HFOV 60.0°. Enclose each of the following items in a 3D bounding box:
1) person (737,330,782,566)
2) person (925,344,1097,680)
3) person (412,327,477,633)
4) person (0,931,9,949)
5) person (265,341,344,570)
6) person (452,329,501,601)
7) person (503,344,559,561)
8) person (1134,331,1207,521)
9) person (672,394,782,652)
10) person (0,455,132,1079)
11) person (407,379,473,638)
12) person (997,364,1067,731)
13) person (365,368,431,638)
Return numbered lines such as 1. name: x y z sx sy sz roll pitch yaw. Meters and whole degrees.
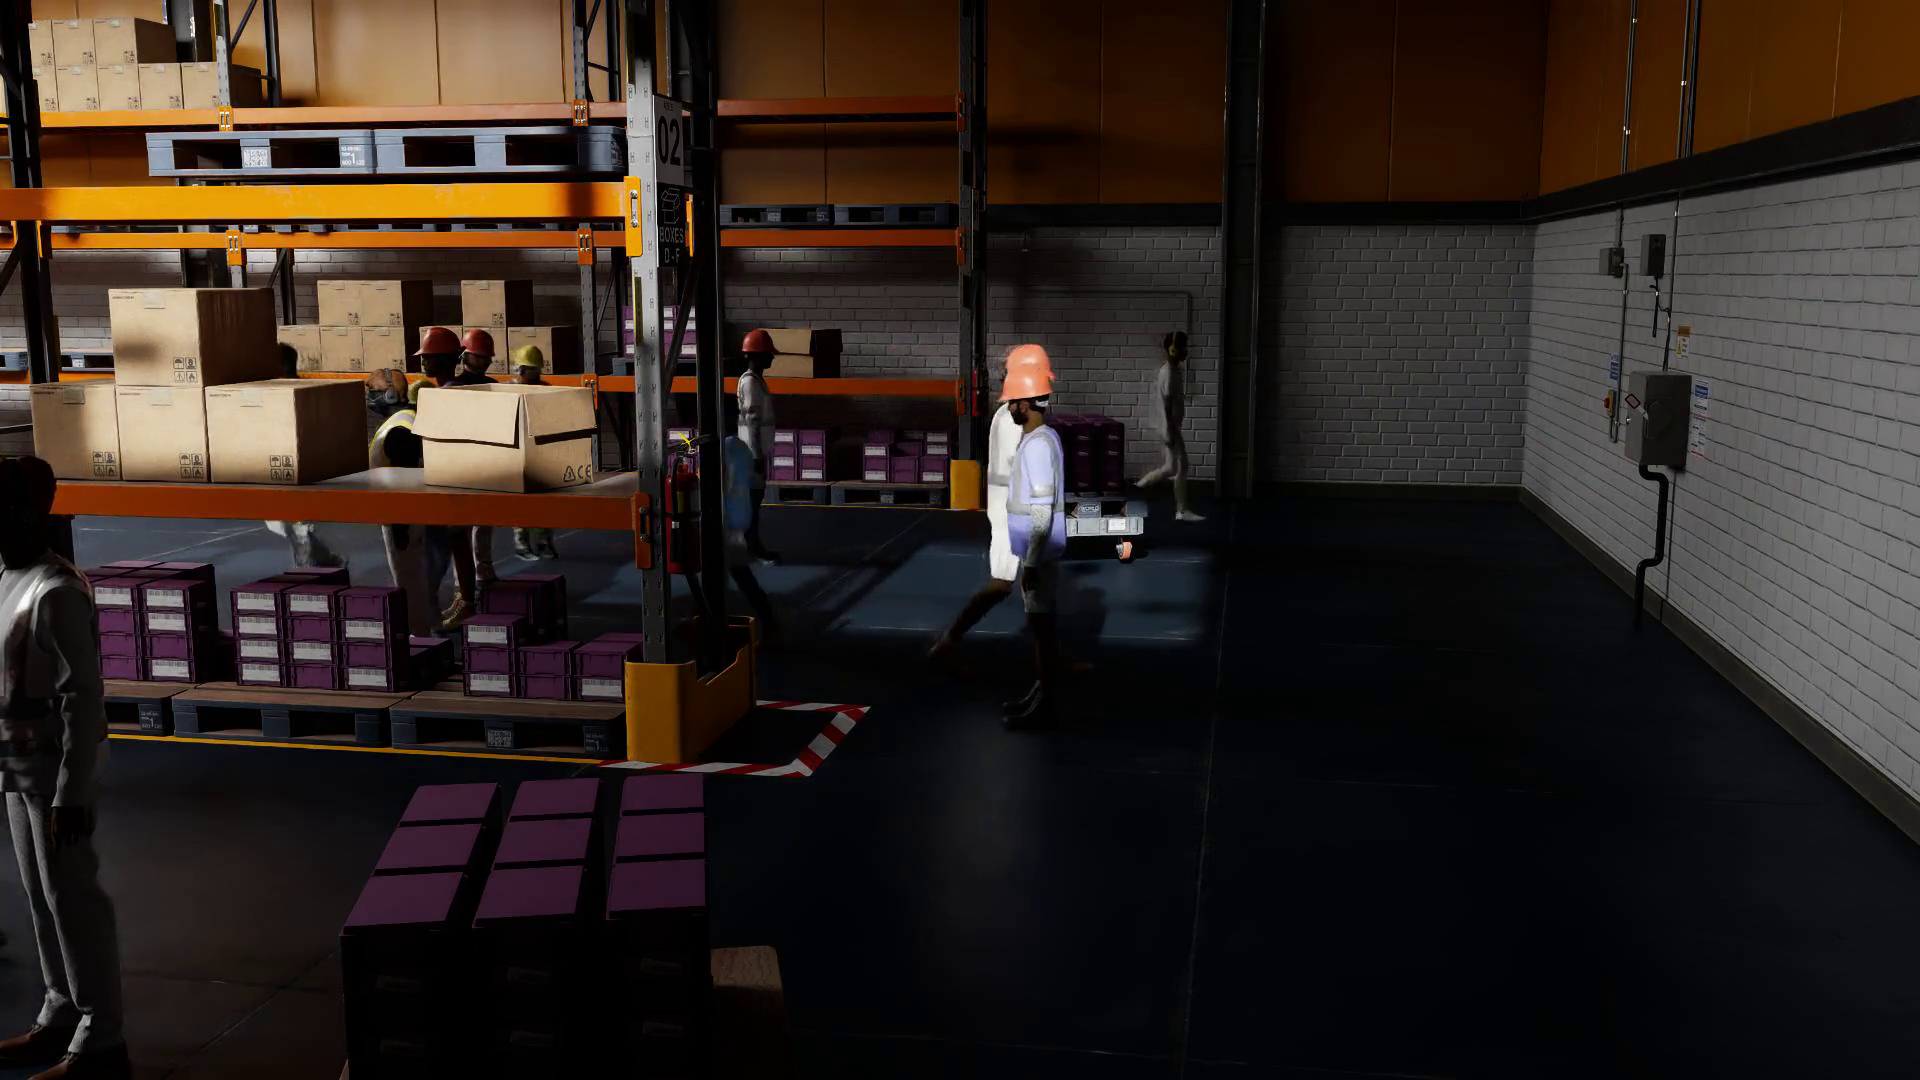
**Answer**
1. person: -1.650 -0.755 13.691 0.357 1.937 0.551 -1 9 -6
2. person: 0.284 -0.148 9.720 0.959 2.004 0.602 1 9 7
3. person: -3.440 -0.401 11.165 0.373 2.043 0.615 -3 10 -17
4. person: -3.554 0.616 5.523 0.404 1.829 0.609 -1 9 -7
5. person: -4.811 -0.491 12.110 0.480 1.915 0.661 -8 12 -42
6. person: -3.558 -0.559 12.312 0.396 1.988 0.614 4 10 21
7. person: -3.549 -0.708 13.779 0.614 1.810 0.550 -8 12 -41
8. person: 1.988 -1.088 16.046 0.752 1.845 0.525 2 9 10
9. person: -1.521 -0.110 10.584 0.906 1.644 0.540 2 9 13
10. person: -2.701 0.688 4.898 0.344 1.882 0.584 -9 13 -44
11. person: -3.508 -0.206 10.927 0.526 1.727 0.858 -6 11 -35
12. person: 0.375 0.042 8.764 0.376 1.933 0.544 1 9 6
13. person: -3.442 -0.136 10.190 0.430 1.835 0.618 -3 10 -20
